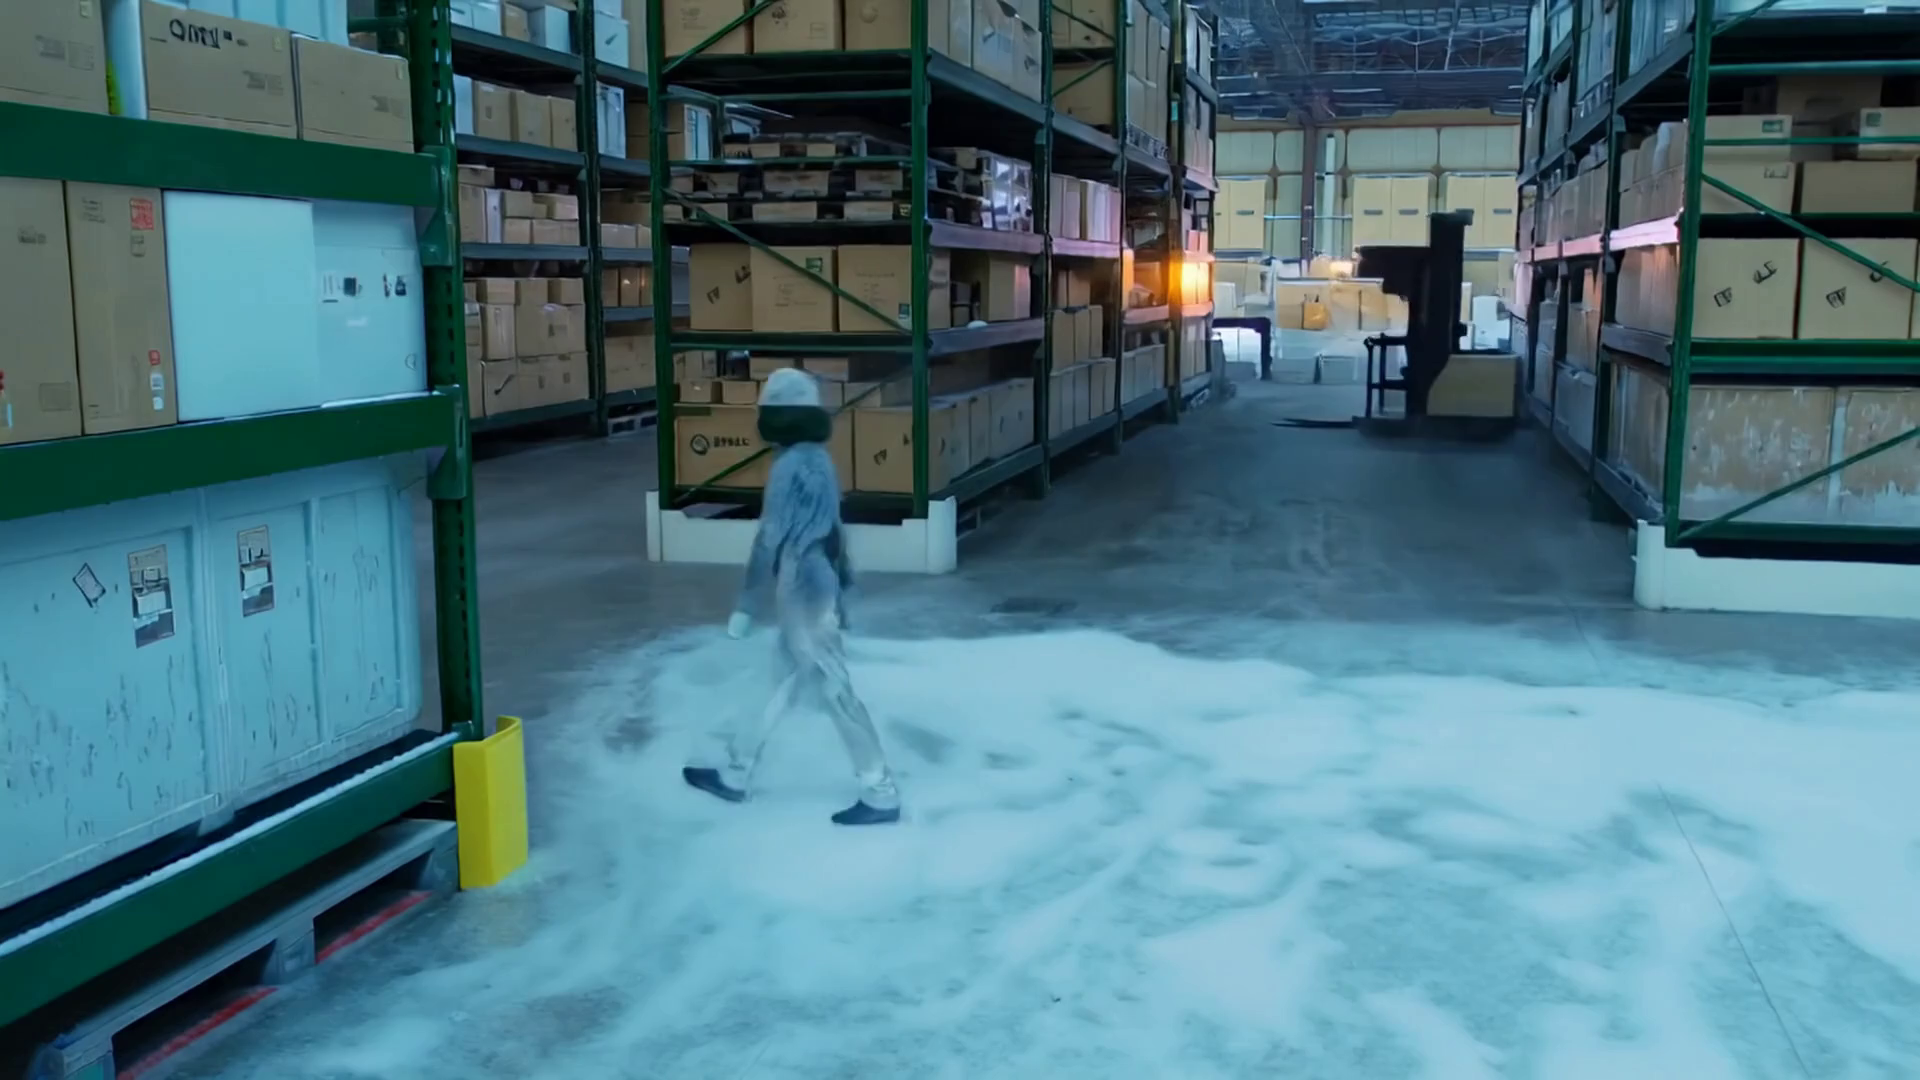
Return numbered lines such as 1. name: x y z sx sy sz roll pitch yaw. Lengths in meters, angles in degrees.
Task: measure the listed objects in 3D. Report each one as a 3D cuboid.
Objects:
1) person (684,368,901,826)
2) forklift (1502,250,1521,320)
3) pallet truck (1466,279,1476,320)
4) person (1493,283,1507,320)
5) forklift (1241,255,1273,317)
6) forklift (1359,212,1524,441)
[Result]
1. person: -0.623 0.215 6.171 0.915 1.693 0.495 2 9 11
2. forklift: 16.010 -6.928 47.789 1.129 2.768 1.873 2 9 15
3. pallet truck: 18.896 -8.459 60.307 1.885 1.965 0.823 5 10 31
4. person: 13.262 -5.321 40.643 0.819 1.908 0.648 6 11 34
5. forklift: 10.551 -8.662 58.805 1.129 2.768 1.873 2 9 15
6. forklift: 6.132 -2.708 20.980 1.873 2.768 1.129 4 10 23
